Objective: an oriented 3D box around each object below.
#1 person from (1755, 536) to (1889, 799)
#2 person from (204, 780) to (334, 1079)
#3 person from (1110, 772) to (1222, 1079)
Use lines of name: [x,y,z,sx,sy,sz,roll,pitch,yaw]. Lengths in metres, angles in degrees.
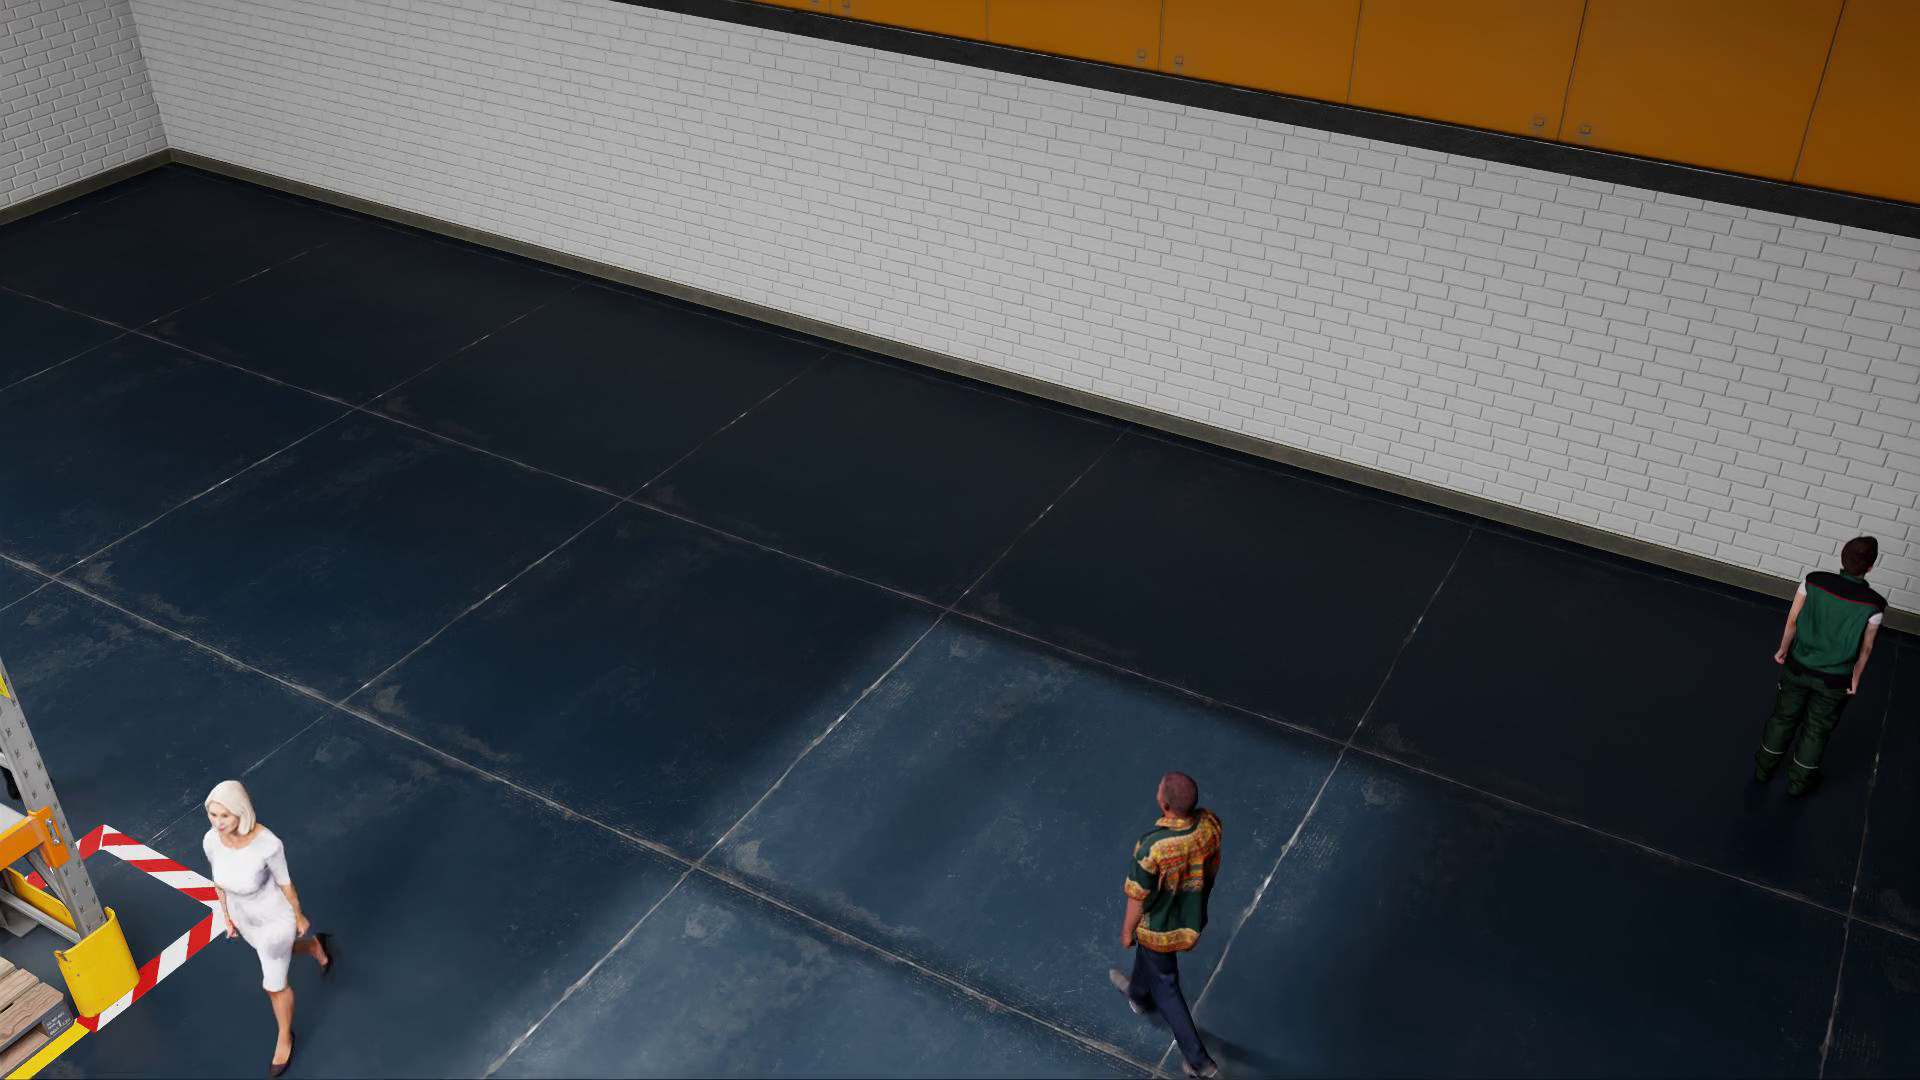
person: [5.188,0.749,10.022,0.695,1.841,0.640,27,42,35]
person: [-3.504,1.859,8.458,0.816,1.723,1.126,6,34,9]
person: [1.082,1.928,8.305,1.203,1.778,1.084,-20,39,-28]
